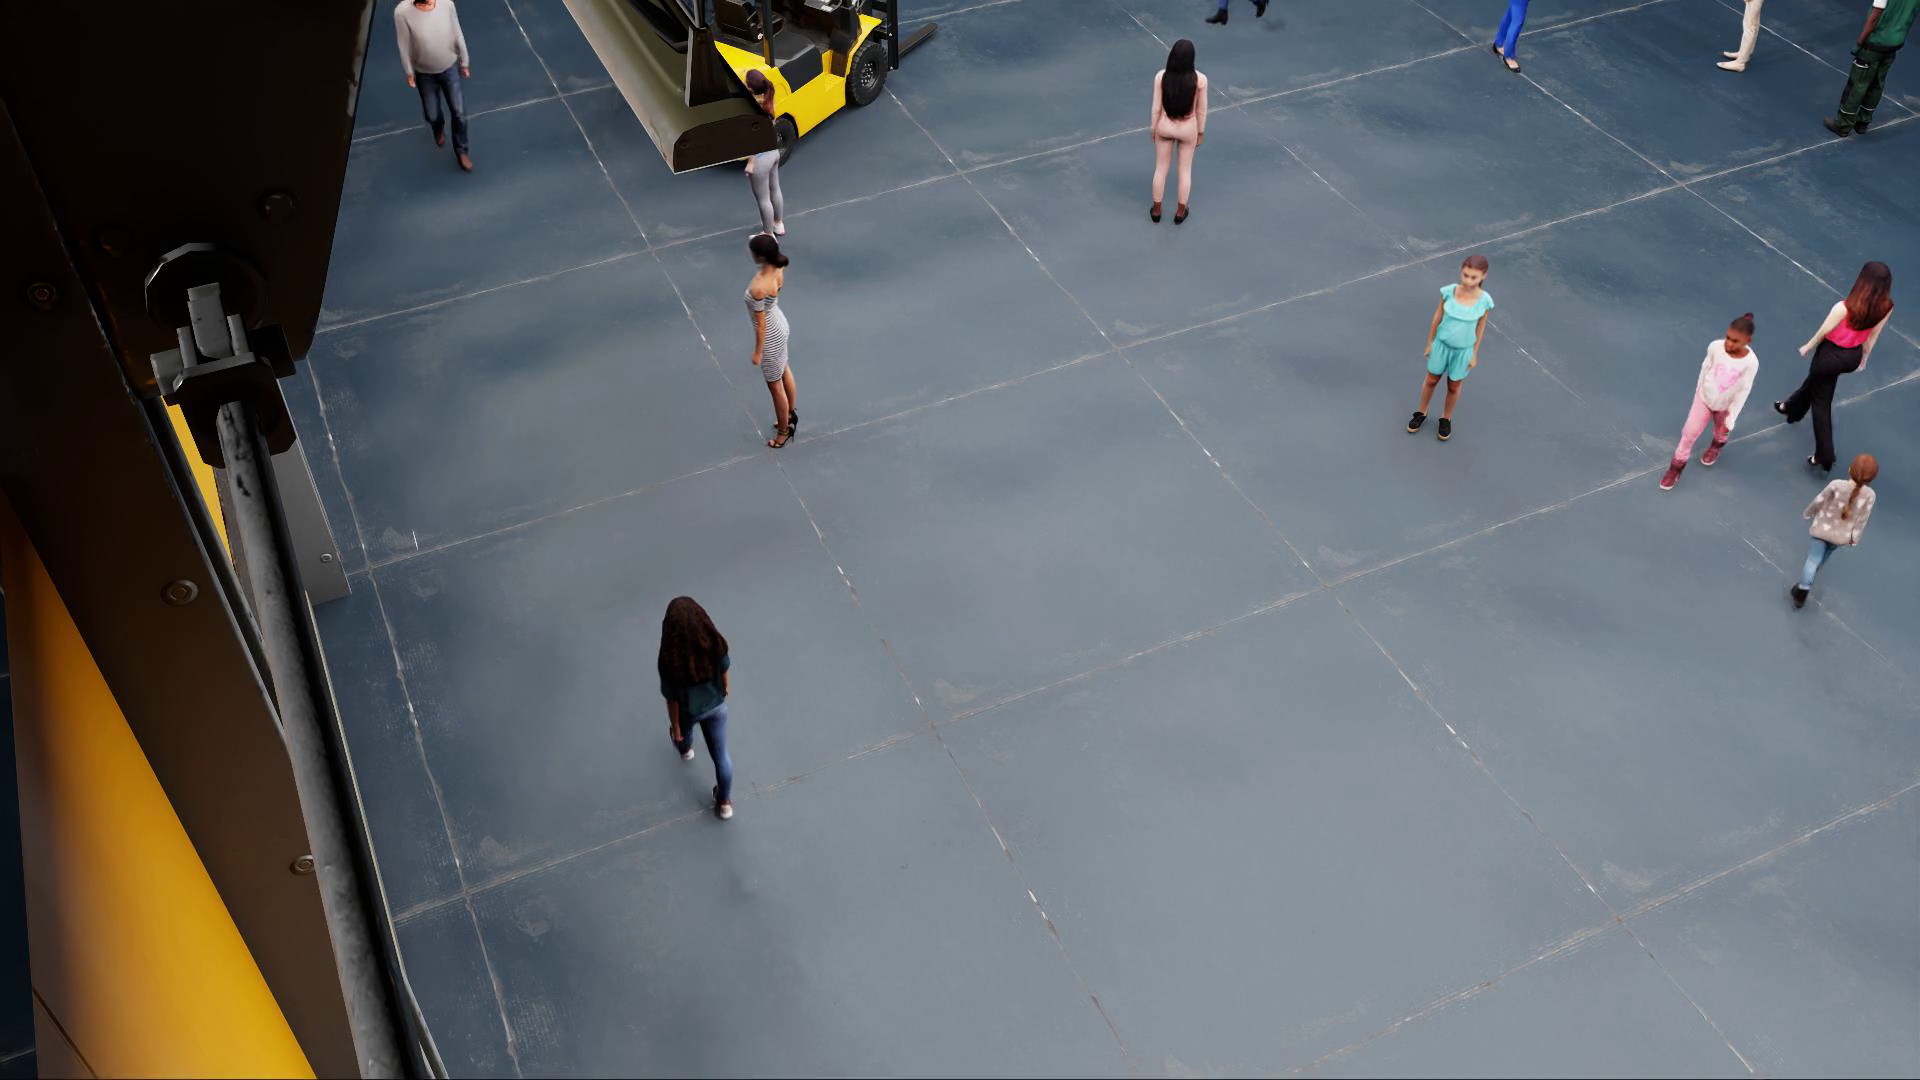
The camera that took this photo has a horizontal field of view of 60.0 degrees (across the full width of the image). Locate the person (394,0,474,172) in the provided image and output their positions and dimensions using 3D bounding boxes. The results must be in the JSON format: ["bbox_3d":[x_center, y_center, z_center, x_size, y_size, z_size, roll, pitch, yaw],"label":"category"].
[{"bbox_3d":[-4.759,-4.300,15.057,0.727,1.898,0.863,-17,46,-17],"label":"person"}]

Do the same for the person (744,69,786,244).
[{"bbox_3d":[-1.683,-3.269,14.184,0.713,1.610,0.660,16,46,16],"label":"person"}]

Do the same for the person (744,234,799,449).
[{"bbox_3d":[-1.358,-1.455,12.125,0.741,1.824,0.653,7,44,8],"label":"person"}]

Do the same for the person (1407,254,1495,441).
[{"bbox_3d":[3.653,-1.439,12.301,0.639,1.558,0.708,18,46,18],"label":"person"}]

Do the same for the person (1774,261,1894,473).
[{"bbox_3d":[6.377,-1.242,12.049,0.704,1.621,1.111,-10,45,-11],"label":"person"}]

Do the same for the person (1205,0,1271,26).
[{"bbox_3d":[2.906,-6.041,17.090,0.881,1.616,0.917,0,44,0],"label":"person"}]

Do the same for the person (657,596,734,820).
[{"bbox_3d":[-1.492,1.025,9.693,0.601,1.587,0.970,-19,47,-19],"label":"person"}]

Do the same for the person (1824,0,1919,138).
[{"bbox_3d":[8.559,-4.634,15.452,0.726,1.838,0.646,-10,45,-11],"label":"person"}]

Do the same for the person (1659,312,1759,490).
[{"bbox_3d":[5.502,-1.044,11.980,0.985,1.430,0.860,30,51,28],"label":"person"}]

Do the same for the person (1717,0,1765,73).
[{"bbox_3d":[7.931,-5.490,16.453,0.750,1.696,0.714,20,47,20],"label":"person"}]

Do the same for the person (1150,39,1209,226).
[{"bbox_3d":[1.870,-3.518,14.365,0.701,1.722,0.725,7,44,7],"label":"person"}]

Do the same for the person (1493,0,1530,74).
[{"bbox_3d":[5.551,-5.602,16.579,0.662,1.684,0.803,-22,48,-22],"label":"person"}]

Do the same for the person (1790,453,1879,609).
[{"bbox_3d":[5.830,-0.041,11.120,0.814,1.163,0.870,15,46,15],"label":"person"}]
